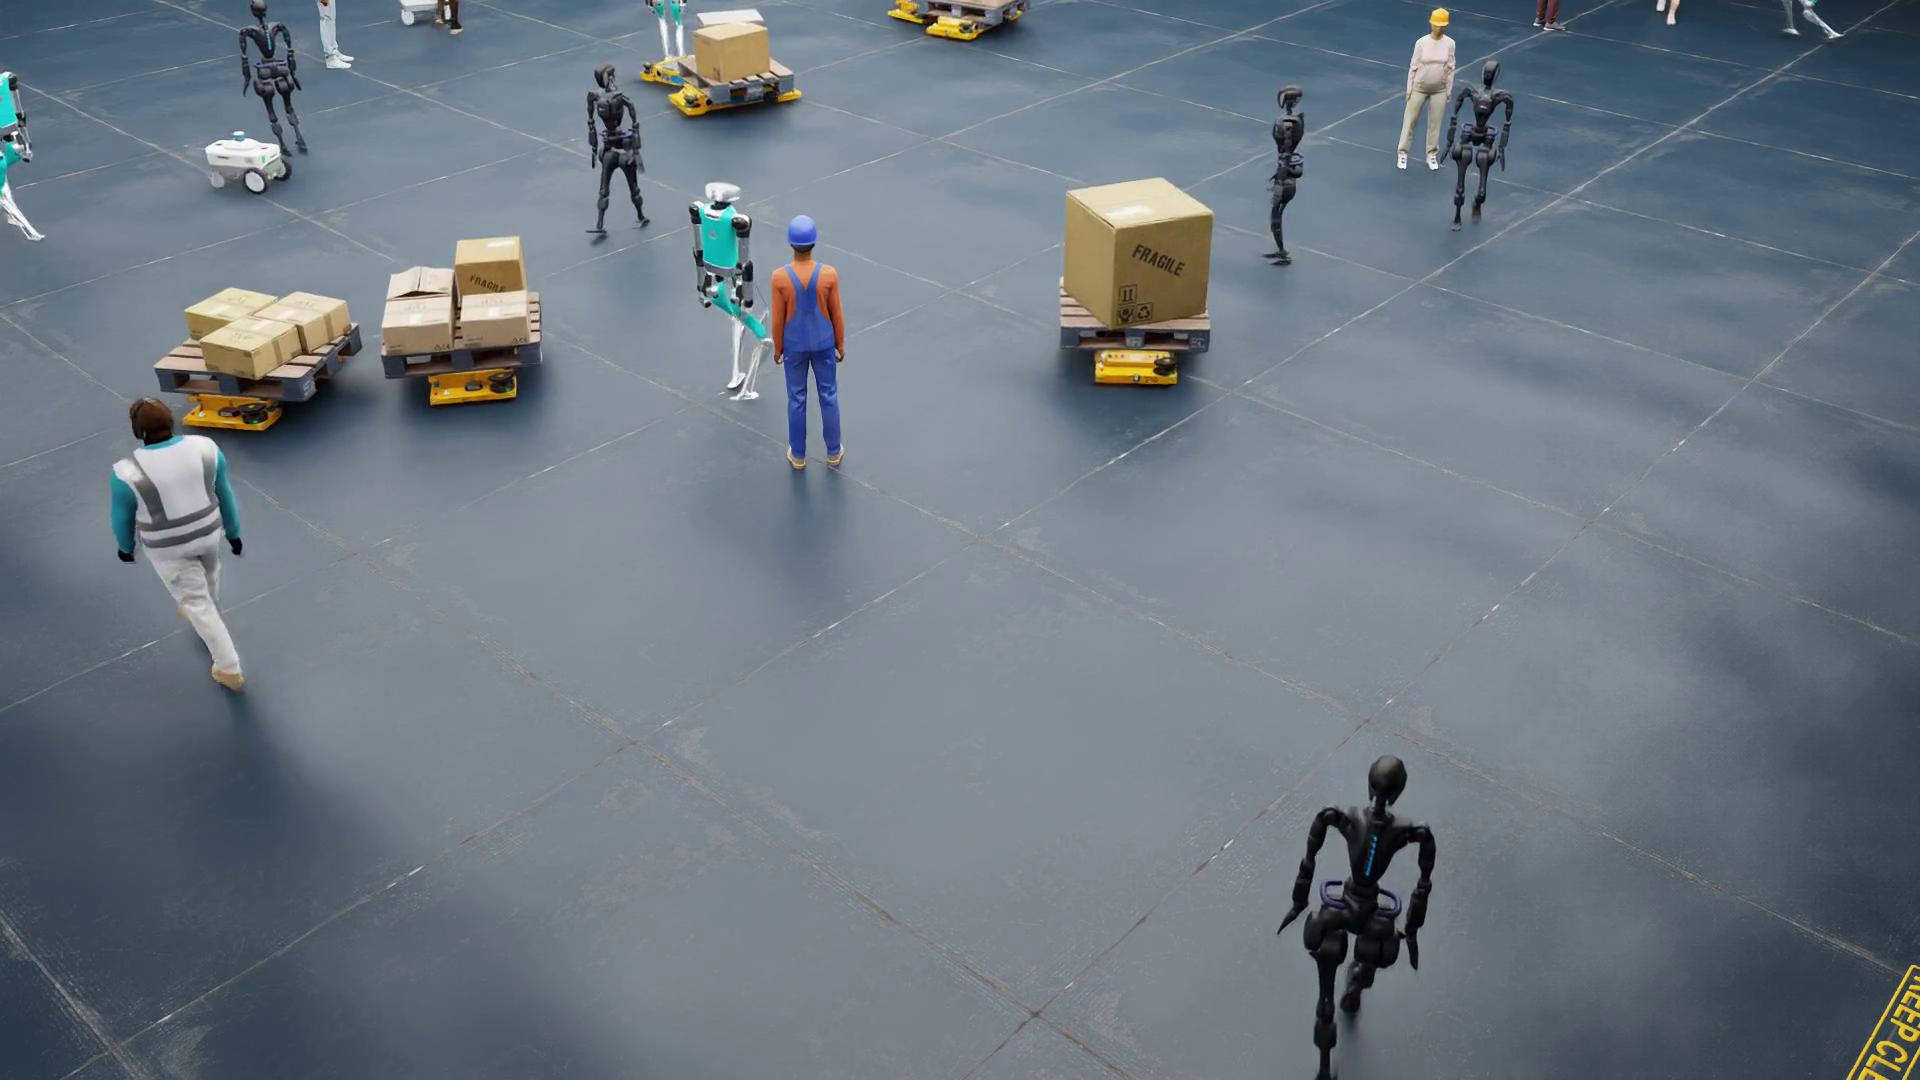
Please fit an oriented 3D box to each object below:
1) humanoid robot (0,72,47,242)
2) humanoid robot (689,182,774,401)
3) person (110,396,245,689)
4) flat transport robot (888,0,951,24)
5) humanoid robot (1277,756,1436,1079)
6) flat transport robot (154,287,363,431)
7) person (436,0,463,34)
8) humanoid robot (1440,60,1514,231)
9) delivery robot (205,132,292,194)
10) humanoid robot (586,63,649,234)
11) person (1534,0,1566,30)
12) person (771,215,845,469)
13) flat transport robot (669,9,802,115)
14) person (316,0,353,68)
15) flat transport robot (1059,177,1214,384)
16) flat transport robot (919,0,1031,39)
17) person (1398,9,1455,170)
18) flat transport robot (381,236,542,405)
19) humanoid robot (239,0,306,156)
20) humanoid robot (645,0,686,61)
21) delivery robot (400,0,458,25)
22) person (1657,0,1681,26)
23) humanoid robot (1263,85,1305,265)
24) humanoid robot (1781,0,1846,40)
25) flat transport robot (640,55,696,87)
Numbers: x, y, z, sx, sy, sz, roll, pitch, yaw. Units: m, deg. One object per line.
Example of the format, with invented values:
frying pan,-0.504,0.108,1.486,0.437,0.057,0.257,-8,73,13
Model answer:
humanoid robot,-9.104,-3.685,15.706,0.901,1.773,0.542,14,34,21
humanoid robot,-1.704,-1.980,12.943,0.564,1.779,0.679,16,35,24
person,-4.605,-0.026,9.752,0.937,1.794,0.625,22,38,31
flat transport robot,-0.271,-7.455,23.159,0.659,0.231,1.431,27,41,36
humanoid robot,1.708,1.626,7.244,0.612,1.617,0.784,7,33,11
flat transport robot,-5.498,-1.281,13.217,0.659,0.231,1.431,5,32,7
person,-6.808,-7.663,21.907,0.624,1.928,0.460,4,32,7
humanoid robot,4.930,-3.774,15.894,0.612,1.642,0.374,10,33,16
delivery robot,-7.377,-3.913,17.180,0.793,0.590,0.499,7,33,11
humanoid robot,-3.279,-3.687,15.782,0.595,1.635,0.718,13,34,20
person,7.977,-7.743,22.155,0.365,1.816,0.545,-8,33,-13
person,-1.077,-1.393,11.845,0.515,1.910,0.363,-5,32,-8
flat transport robot,-2.665,-5.301,19.690,1.431,0.231,0.659,-16,35,-24
person,-7.897,-6.845,20.615,0.371,1.916,0.595,-6,32,-9
flat transport robot,1.427,-1.692,13.878,0.659,0.231,1.431,2,32,2
flat transport robot,0.190,-7.071,22.540,0.659,0.231,1.431,17,36,26
person,4.901,-4.704,17.385,0.460,1.688,0.342,3,32,5
flat transport robot,-4.010,-1.506,13.579,0.659,0.231,1.431,-6,32,-10
humanoid robot,-7.373,-4.942,17.771,0.600,1.657,0.342,-23,38,-32
humanoid robot,-3.640,-6.733,20.597,0.530,1.770,0.749,-3,32,-4
delivery robot,-7.277,-7.374,22.770,0.801,0.608,0.499,-11,33,-17
person,9.774,-8.012,22.569,0.522,1.843,0.840,9,33,14
humanoid robot,2.962,-3.314,15.159,0.315,1.651,0.601,5,32,8
humanoid robot,11.126,-7.319,21.555,1.025,1.731,0.547,25,40,34
flat transport robot,-3.160,-5.652,20.255,1.431,0.231,0.659,21,38,30
